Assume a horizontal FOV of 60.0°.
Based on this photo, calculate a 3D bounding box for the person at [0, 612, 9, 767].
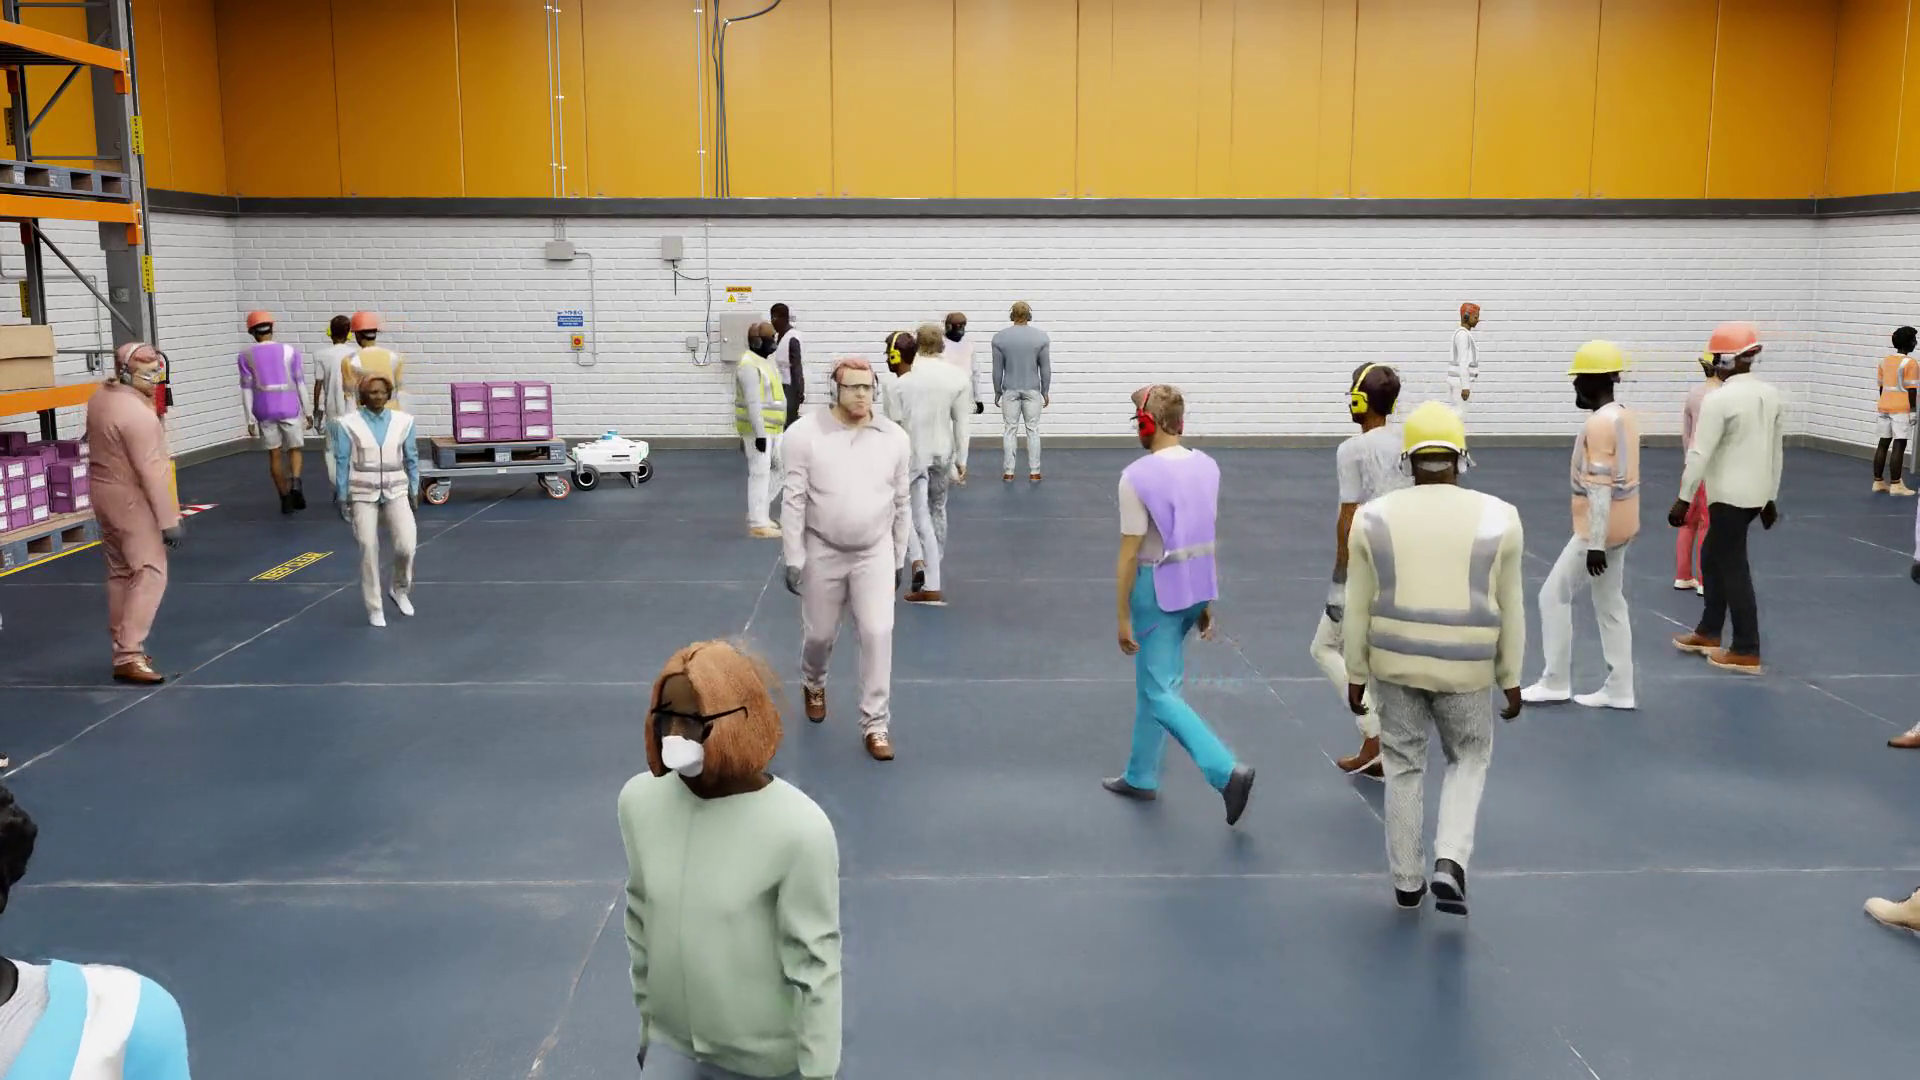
[{"bbox_3d":[-4.511,0.111,7.300,0.609,1.946,0.501,-2,9,-12],"label":"person"}]

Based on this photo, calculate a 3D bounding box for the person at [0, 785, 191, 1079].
[{"bbox_3d":[-1.270,1.080,2.210,0.540,1.678,0.661,-4,10,-21],"label":"person"}]

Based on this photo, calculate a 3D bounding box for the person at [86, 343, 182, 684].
[{"bbox_3d":[-4.561,-0.148,9.186,0.751,1.872,0.423,9,13,43],"label":"person"}]

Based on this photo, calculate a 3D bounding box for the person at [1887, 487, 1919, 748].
[{"bbox_3d":[4.629,0.085,7.606,0.403,1.906,0.651,-3,10,-18],"label":"person"}]

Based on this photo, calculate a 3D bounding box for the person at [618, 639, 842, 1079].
[{"bbox_3d":[-0.423,0.960,3.193,0.506,1.595,0.853,4,10,25],"label":"person"}]

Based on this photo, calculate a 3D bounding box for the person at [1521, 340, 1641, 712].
[{"bbox_3d":[3.173,-0.067,8.545,0.732,1.900,0.609,6,11,33],"label":"person"}]

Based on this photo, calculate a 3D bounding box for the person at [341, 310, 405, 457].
[{"bbox_3d":[-5.057,-1.034,14.437,0.559,1.917,0.806,-7,11,-36],"label":"person"}]

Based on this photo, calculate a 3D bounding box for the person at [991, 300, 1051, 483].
[{"bbox_3d":[0.649,-1.567,17.632,0.632,1.940,0.372,1,9,4],"label":"person"}]

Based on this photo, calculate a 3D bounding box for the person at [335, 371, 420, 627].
[{"bbox_3d":[-3.682,-0.253,10.543,0.532,1.630,0.361,-5,11,-29],"label":"person"}]

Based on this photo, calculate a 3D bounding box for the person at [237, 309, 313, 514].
[{"bbox_3d":[-6.285,-1.167,15.312,0.625,1.895,0.591,-4,10,-23],"label":"person"}]

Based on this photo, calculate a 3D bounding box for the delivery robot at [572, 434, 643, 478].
[{"bbox_3d":[-3.640,-0.852,17.196,0.707,0.478,0.477,-2,9,-14],"label":"delivery robot"}]

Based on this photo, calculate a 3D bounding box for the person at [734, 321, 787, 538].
[{"bbox_3d":[-1.665,-0.922,14.020,0.445,1.828,0.642,2,9,12],"label":"person"}]

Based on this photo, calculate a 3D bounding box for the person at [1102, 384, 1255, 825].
[{"bbox_3d":[0.897,0.266,6.827,0.573,1.807,0.809,-9,13,-44],"label":"person"}]

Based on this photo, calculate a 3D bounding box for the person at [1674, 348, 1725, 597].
[{"bbox_3d":[5.219,-0.490,11.557,0.315,1.770,0.524,-1,9,-9],"label":"person"}]

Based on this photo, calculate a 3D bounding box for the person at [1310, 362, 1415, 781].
[{"bbox_3d":[1.782,0.149,7.341,0.555,1.858,0.397,-6,11,-34],"label":"person"}]

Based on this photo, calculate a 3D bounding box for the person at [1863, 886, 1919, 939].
[{"bbox_3d":[3.358,0.445,5.179,0.613,1.993,1.029,-4,10,-22],"label":"person"}]

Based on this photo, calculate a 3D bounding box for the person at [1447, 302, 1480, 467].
[{"bbox_3d":[5.779,-1.780,19.099,0.354,1.887,0.573,2,9,12],"label":"person"}]

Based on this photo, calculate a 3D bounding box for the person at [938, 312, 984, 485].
[{"bbox_3d":[-0.075,-1.468,17.379,0.636,1.821,0.435,-7,11,-36],"label":"person"}]

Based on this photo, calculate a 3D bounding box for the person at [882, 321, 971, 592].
[{"bbox_3d":[-0.229,-0.591,11.783,0.641,1.910,0.914,-1,9,-9],"label":"person"}]

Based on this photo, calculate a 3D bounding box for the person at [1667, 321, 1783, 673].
[{"bbox_3d":[4.302,-0.253,9.481,0.616,1.964,0.781,-7,11,-35],"label":"person"}]

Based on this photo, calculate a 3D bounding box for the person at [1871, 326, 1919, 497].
[{"bbox_3d":[9.391,-1.287,16.654,0.319,1.697,0.532,-1,9,-6],"label":"person"}]

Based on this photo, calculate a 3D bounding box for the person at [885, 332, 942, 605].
[{"bbox_3d":[-0.454,-0.485,11.289,0.834,1.834,0.570,6,11,32],"label":"person"}]

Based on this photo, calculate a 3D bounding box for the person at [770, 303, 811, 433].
[{"bbox_3d":[-1.868,-1.792,19.186,0.767,1.886,0.634,-4,10,-21],"label":"person"}]

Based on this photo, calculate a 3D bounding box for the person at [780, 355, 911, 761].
[{"bbox_3d":[-0.547,0.047,7.939,0.641,1.876,0.849,-2,10,-13],"label":"person"}]

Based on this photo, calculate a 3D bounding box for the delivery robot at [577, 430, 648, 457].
[{"bbox_3d":[-3.687,-0.928,17.662,0.707,0.478,0.477,-4,10,-25],"label":"delivery robot"}]

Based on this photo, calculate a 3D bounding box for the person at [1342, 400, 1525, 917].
[{"bbox_3d":[1.624,0.431,5.740,0.612,1.818,0.437,3,10,20],"label":"person"}]

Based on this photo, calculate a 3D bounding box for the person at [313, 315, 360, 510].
[{"bbox_3d":[-5.765,-1.177,15.534,0.520,1.846,0.467,-6,11,-34],"label":"person"}]
